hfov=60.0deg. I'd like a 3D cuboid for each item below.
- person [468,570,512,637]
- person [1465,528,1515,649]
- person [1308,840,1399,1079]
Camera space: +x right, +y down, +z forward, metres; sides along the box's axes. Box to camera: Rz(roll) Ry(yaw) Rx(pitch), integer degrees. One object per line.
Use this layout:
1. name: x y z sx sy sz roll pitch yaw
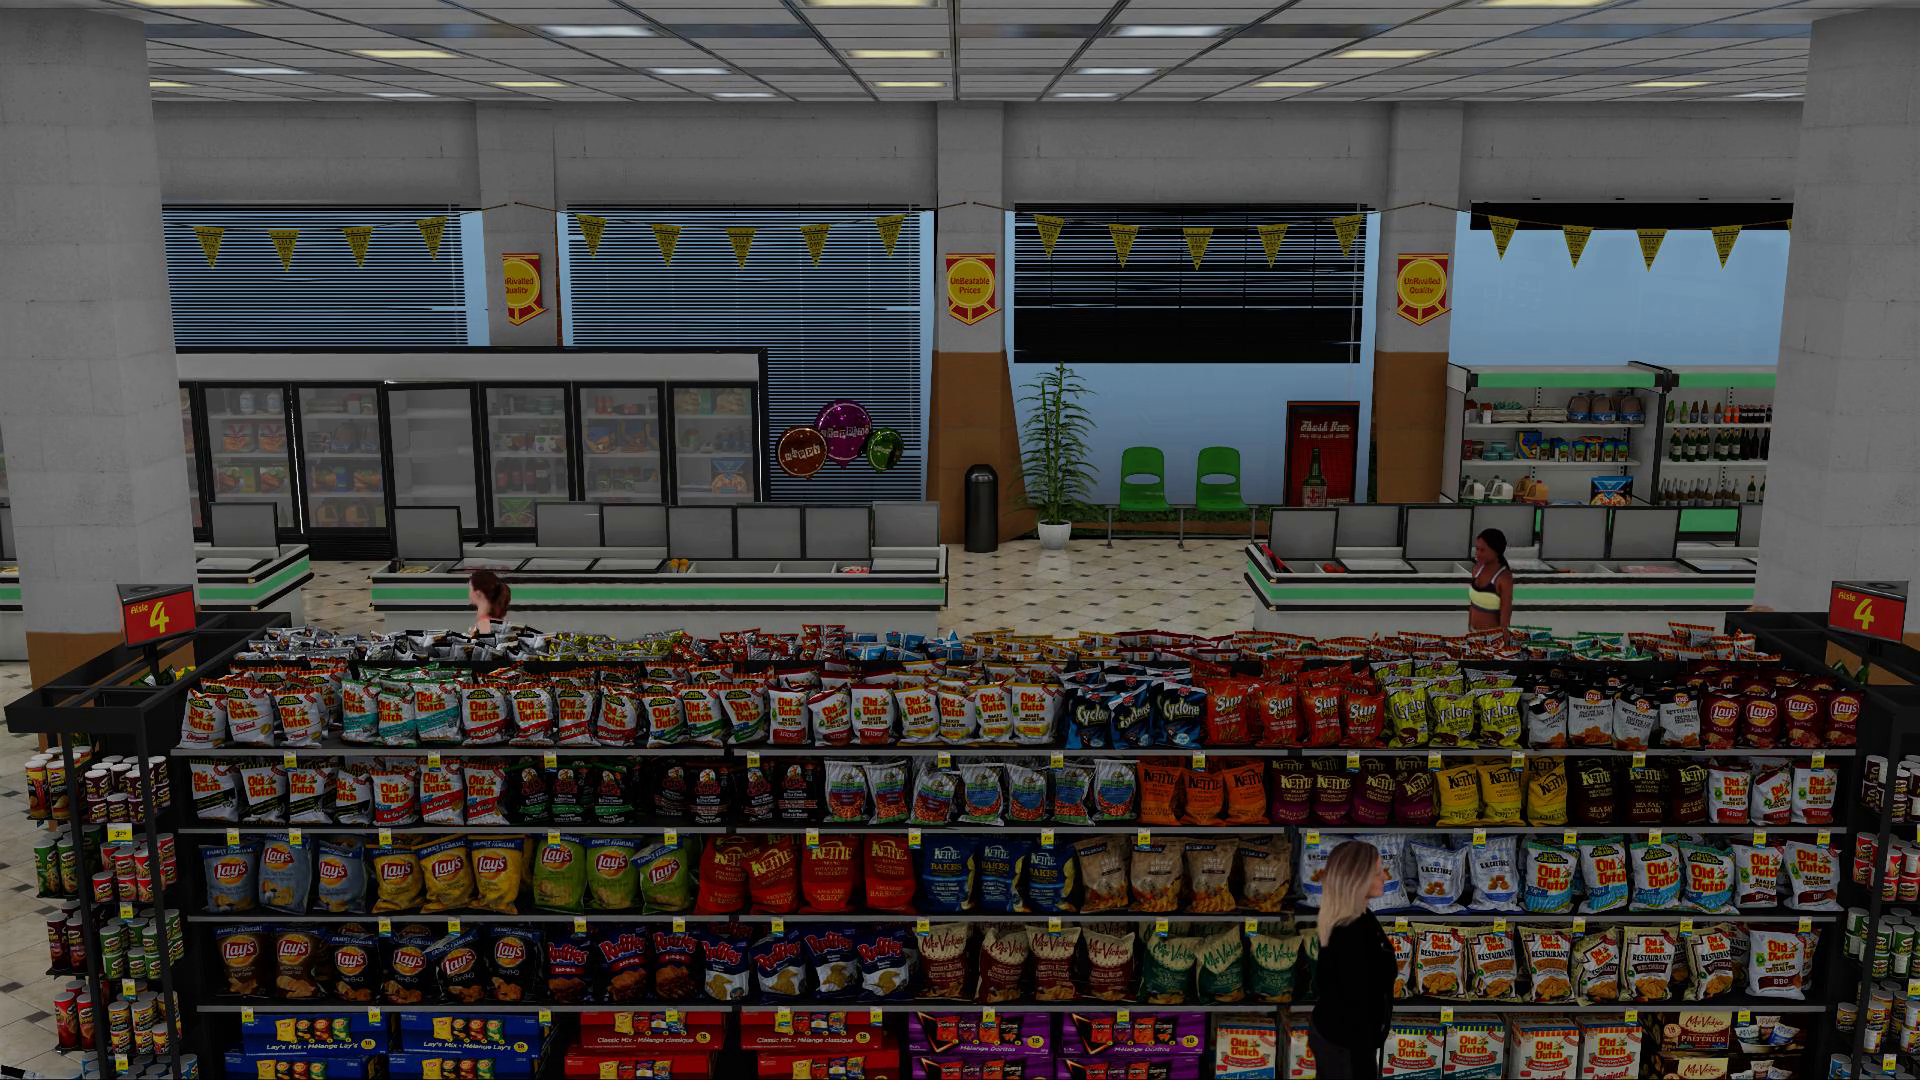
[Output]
1. person: -2.859 1.067 10.343 1.143 1.719 0.707 2 12 11
2. person: 3.803 0.763 11.740 0.804 1.739 0.719 -5 13 -22
3. person: 1.441 1.937 6.292 0.516 1.685 0.606 0 12 -1
